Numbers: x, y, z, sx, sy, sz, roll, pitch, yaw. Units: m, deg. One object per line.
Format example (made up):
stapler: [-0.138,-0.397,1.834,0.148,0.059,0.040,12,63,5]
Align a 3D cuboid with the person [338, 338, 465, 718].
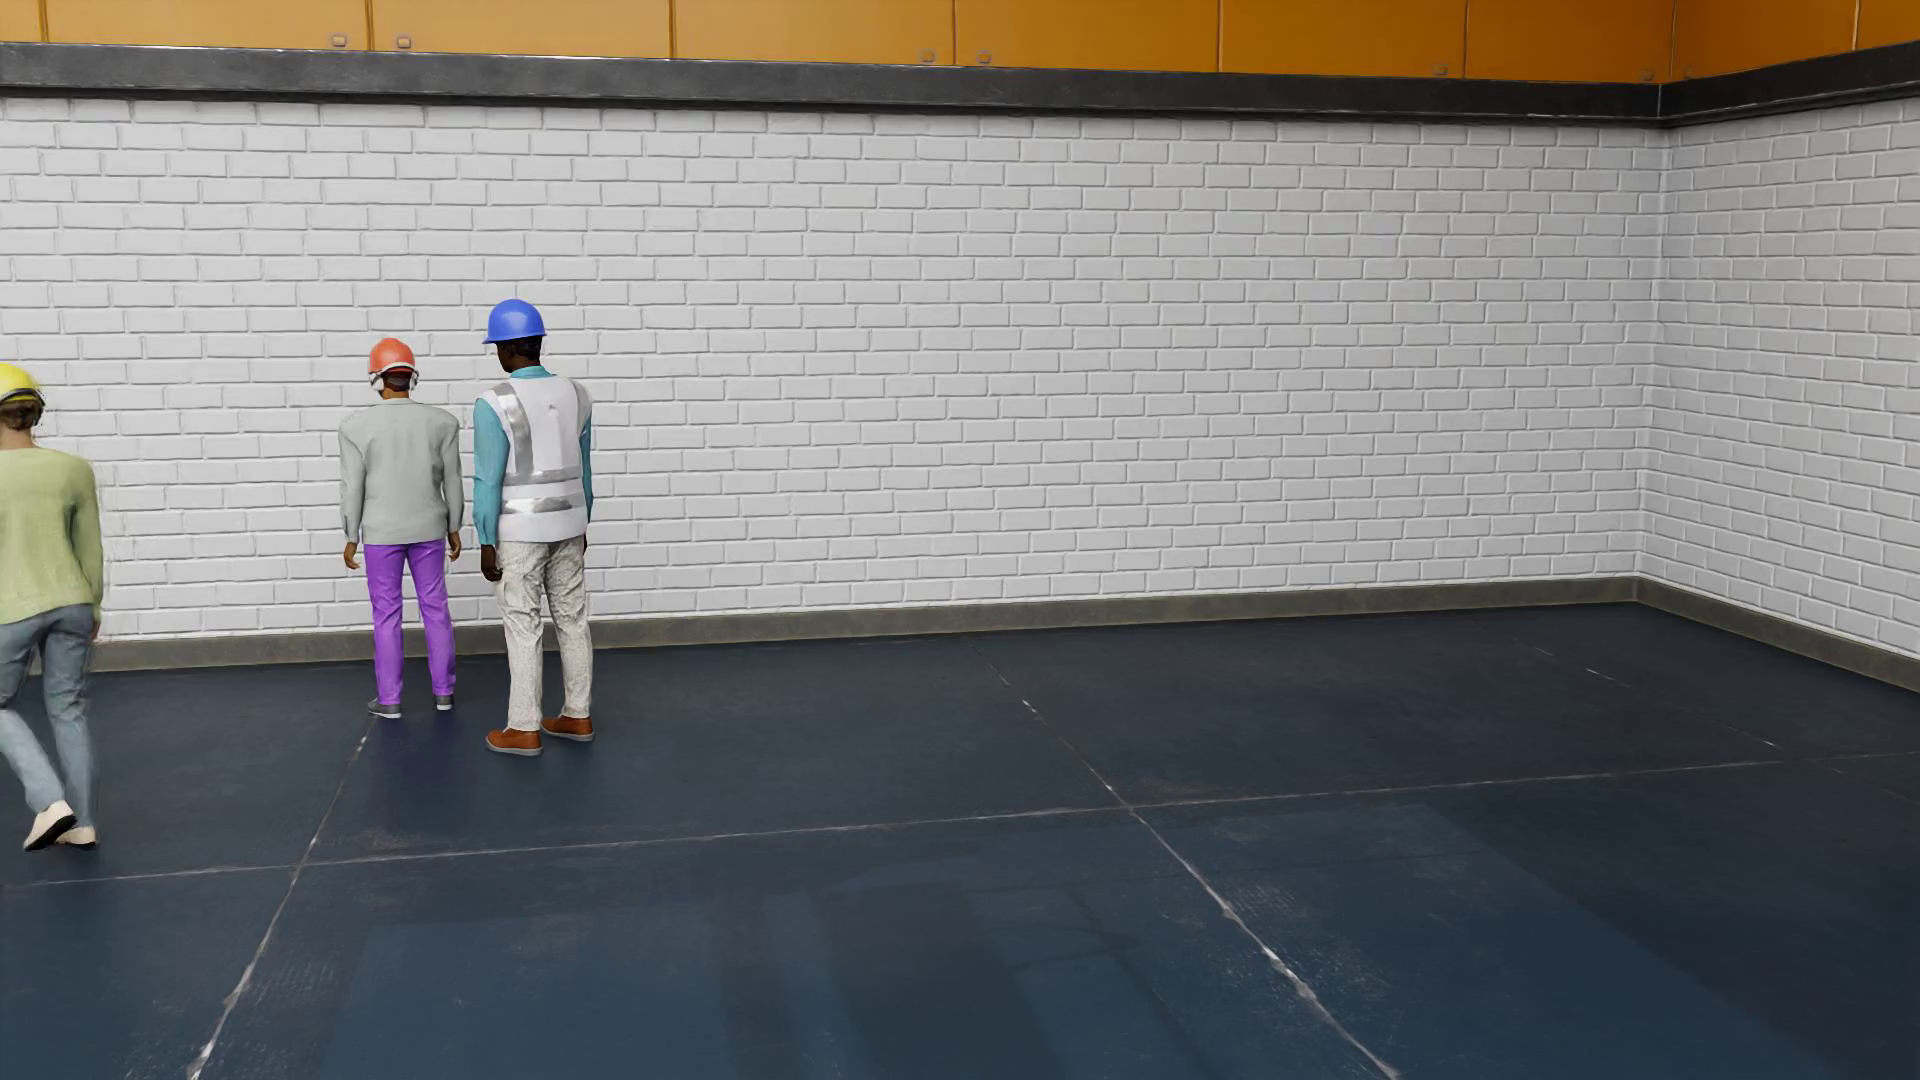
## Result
person: [-2.583,-0.057,7.701,0.572,1.748,0.335,-7,11,-35]

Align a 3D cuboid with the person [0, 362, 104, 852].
person: [-3.265,0.255,5.824,0.442,1.744,0.577,6,11,32]

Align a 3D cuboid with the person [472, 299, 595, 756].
person: [-1.823,-0.051,7.107,0.416,1.939,0.604,7,11,35]
